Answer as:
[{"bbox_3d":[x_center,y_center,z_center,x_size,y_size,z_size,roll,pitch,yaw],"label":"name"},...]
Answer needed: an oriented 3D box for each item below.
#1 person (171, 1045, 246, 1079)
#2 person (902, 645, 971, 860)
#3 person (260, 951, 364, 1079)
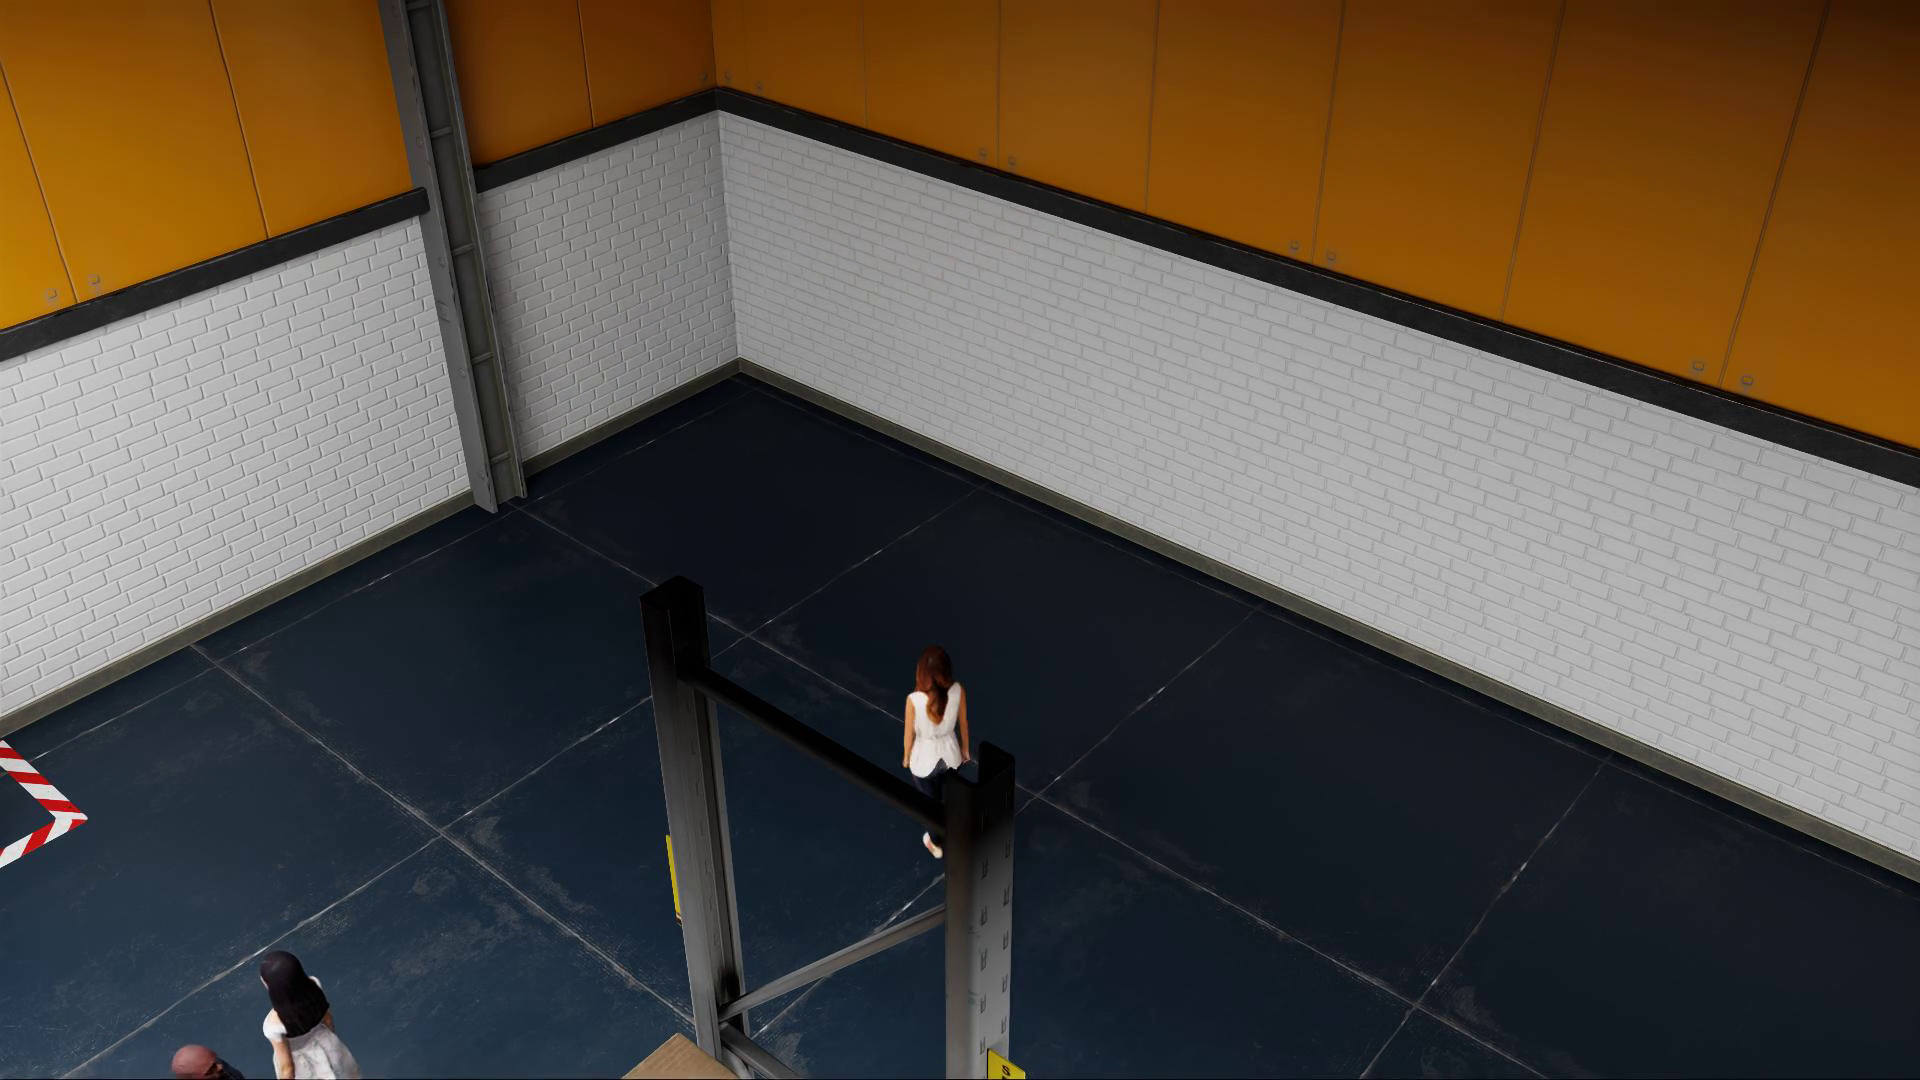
[{"bbox_3d":[-3.780,3.180,8.400,1.321,1.780,1.170,-7,34,-10],"label":"person"},{"bbox_3d":[-0.124,1.499,10.939,0.844,1.770,0.834,-13,36,-18],"label":"person"},{"bbox_3d":[-3.457,2.848,8.906,0.797,1.774,0.690,11,35,17],"label":"person"}]
